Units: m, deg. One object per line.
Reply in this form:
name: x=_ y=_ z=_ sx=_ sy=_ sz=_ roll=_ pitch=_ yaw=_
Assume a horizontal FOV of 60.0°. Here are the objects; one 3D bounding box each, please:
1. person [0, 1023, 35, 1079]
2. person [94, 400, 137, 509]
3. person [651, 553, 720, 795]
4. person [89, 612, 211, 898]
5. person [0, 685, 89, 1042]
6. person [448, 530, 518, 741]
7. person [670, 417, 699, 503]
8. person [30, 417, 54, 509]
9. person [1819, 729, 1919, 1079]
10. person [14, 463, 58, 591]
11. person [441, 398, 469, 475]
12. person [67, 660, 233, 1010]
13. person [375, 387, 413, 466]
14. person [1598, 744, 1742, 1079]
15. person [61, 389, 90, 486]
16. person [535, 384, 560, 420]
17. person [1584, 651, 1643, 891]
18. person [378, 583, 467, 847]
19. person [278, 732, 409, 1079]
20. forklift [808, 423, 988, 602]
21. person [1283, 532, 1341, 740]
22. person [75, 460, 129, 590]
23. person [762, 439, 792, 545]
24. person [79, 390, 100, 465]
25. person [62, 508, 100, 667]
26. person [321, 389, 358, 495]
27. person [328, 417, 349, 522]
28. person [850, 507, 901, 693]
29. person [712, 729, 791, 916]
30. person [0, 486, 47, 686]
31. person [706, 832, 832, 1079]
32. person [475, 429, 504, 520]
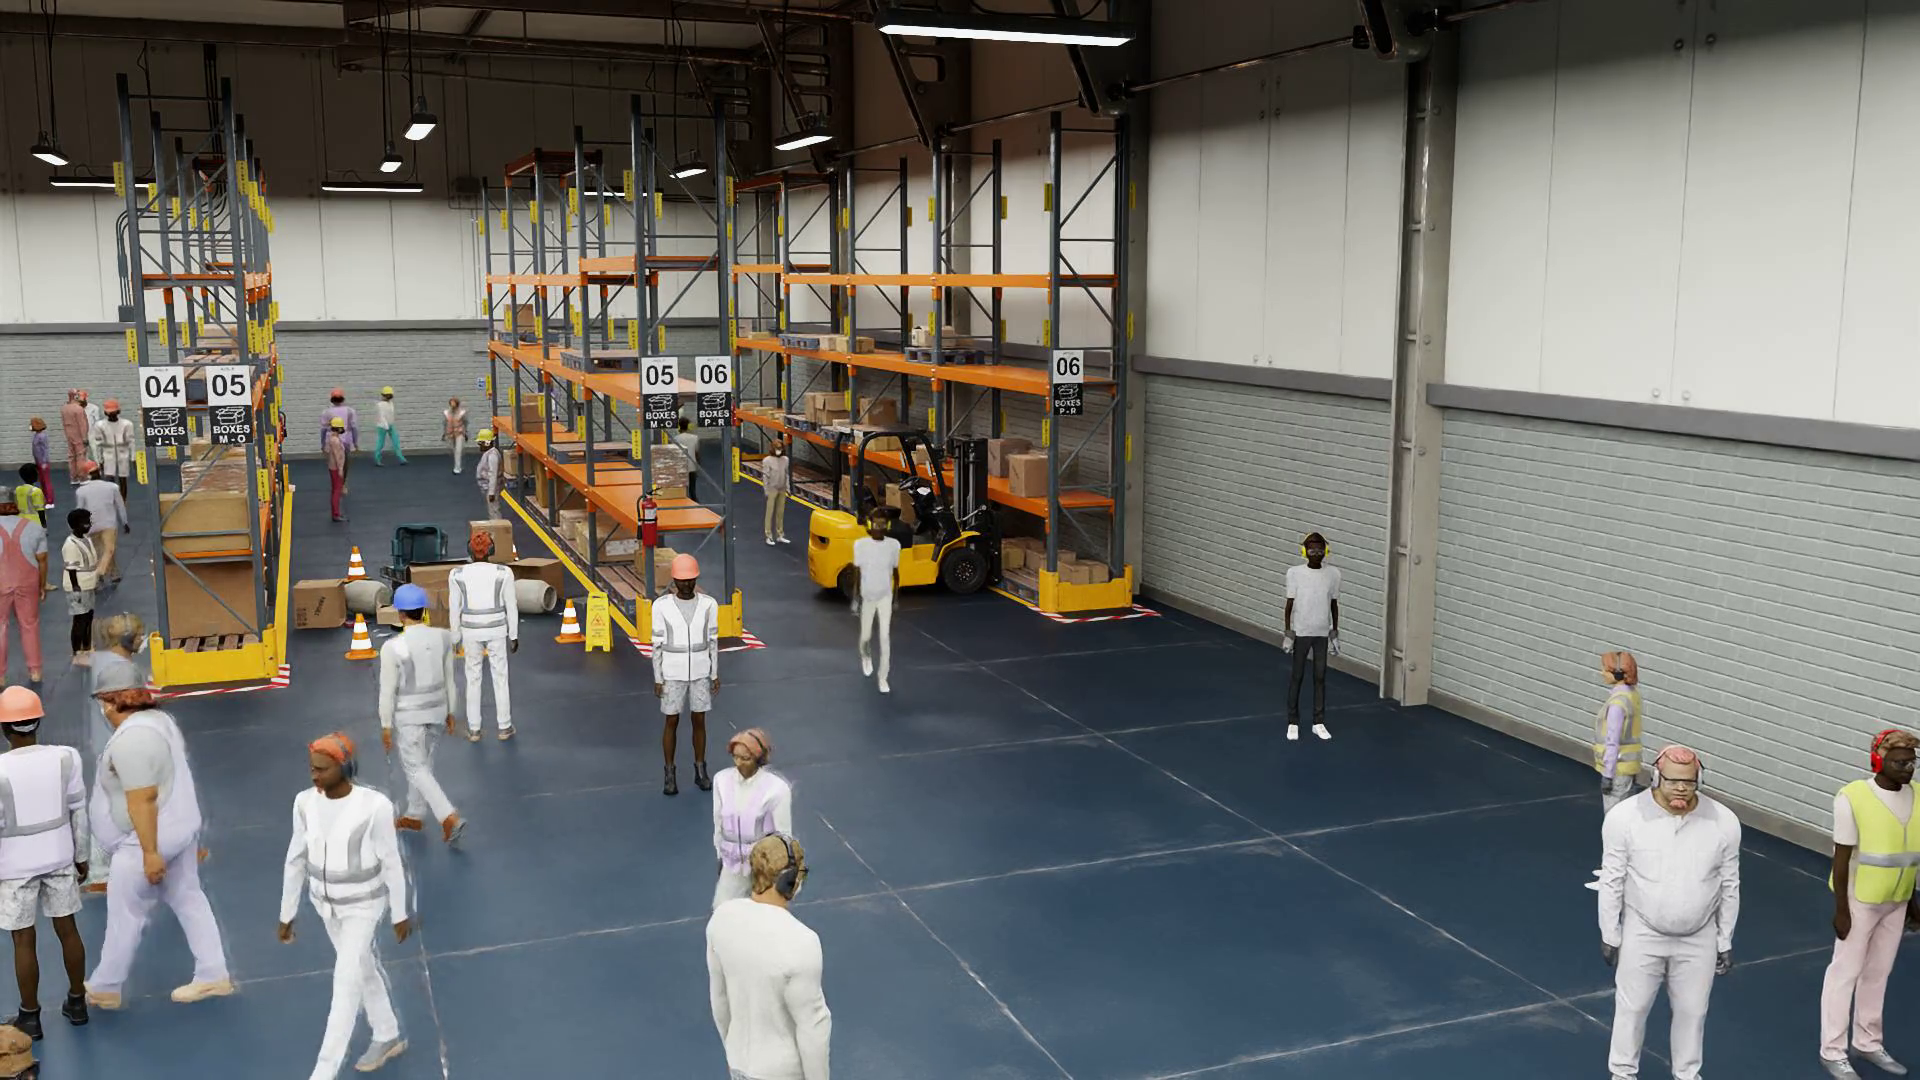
person: x=-3.108 y=2.398 z=5.276 sx=0.835 sy=1.819 sz=0.519 roll=2 pitch=9 yaw=10
person: x=-14.461 y=-1.391 z=28.512 sx=0.612 sy=2.012 sz=0.891 roll=-5 pitch=10 yaw=-27
person: x=-2.180 y=1.062 z=13.282 sx=0.542 sy=1.939 sz=0.361 roll=-3 pitch=10 yaw=-21
person: x=-5.460 y=1.415 z=11.155 sx=0.909 sy=1.900 sz=0.662 roll=-7 pitch=11 yaw=-37
person: x=-5.030 y=1.740 z=9.027 sx=0.361 sy=1.935 sz=0.552 roll=7 pitch=12 yaw=39
person: x=-4.227 y=0.849 z=14.796 sx=0.585 sy=1.882 sz=0.343 roll=-2 pitch=9 yaw=-10
person: x=-4.531 y=-1.116 z=27.371 sx=0.511 sy=1.822 sz=0.954 roll=-4 pitch=10 yaw=-23
person: x=-16.288 y=-1.359 z=29.474 sx=0.280 sy=1.634 sz=0.498 roll=-9 pitch=13 yaw=-44
person: x=4.701 y=1.862 z=8.556 sx=0.577 sy=1.847 sz=0.400 roll=-3 pitch=10 yaw=-19
person: x=-12.120 y=-0.163 z=21.752 sx=0.536 sy=1.697 sz=0.318 roll=5 pitch=10 yaw=28
person: x=-10.514 y=-2.157 z=34.622 sx=0.511 sy=1.590 sz=0.877 roll=0 pitch=9 yaw=3
person: x=-4.635 y=1.632 z=9.375 sx=0.938 sy=2.000 sz=0.732 roll=-1 pitch=9 yaw=-4
person: x=-12.322 y=-2.442 z=35.971 sx=0.878 sy=1.730 sz=0.523 roll=2 pitch=9 yaw=15
person: x=3.433 y=1.914 z=8.072 sx=0.636 sy=1.900 sz=0.399 roll=2 pitch=9 yaw=11
person: x=-17.388 y=-2.024 z=32.801 sx=0.639 sy=1.910 sz=0.406 roll=6 pitch=11 yaw=32
person: x=-9.528 y=-2.867 z=38.330 sx=0.626 sy=1.842 sz=0.429 roll=-9 pitch=13 yaw=-44
person: x=4.421 y=1.549 z=11.186 sx=0.311 sy=1.631 sz=0.511 roll=6 pitch=11 yaw=33
person: x=-3.892 y=1.267 z=12.066 sx=0.872 sy=1.922 sz=0.615 roll=6 pitch=11 yaw=33
person: x=-3.165 y=1.891 z=8.355 sx=0.610 sy=1.835 sz=0.960 roll=4 pitch=10 yaw=22
forklift: x=-0.830 y=-0.399 z=21.676 sx=2.313 sy=2.155 sz=1.214 roll=-4 pitch=10 yaw=-21
person: x=3.138 y=0.853 z=14.817 sx=0.514 sy=1.872 sz=0.328 roll=-1 pitch=9 yaw=-4
person: x=-11.368 y=-0.206 z=21.991 sx=0.570 sy=1.706 sz=0.806 roll=-1 pitch=9 yaw=-3
person: x=-2.819 y=-0.745 z=25.615 sx=0.498 sy=1.633 sz=0.278 roll=-9 pitch=12 yaw=-43
person: x=-18.370 y=-2.282 z=34.955 sx=0.575 sy=1.739 sz=0.349 roll=-2 pitch=9 yaw=-11
person: x=-9.302 y=0.501 z=17.610 sx=0.321 sy=1.686 sz=0.539 roll=-1 pitch=9 yaw=-8
person: x=-11.797 y=-1.868 z=31.545 sx=0.634 sy=1.991 sz=1.011 roll=-6 pitch=11 yaw=-32
person: x=-10.467 y=-1.189 z=28.024 sx=0.339 sy=1.757 sz=0.518 roll=-5 pitch=10 yaw=-27
person: x=-0.853 y=0.568 z=16.687 sx=0.530 sy=1.849 sz=0.701 roll=-2 pitch=9 yaw=-10
person: x=-1.171 y=1.850 z=9.274 sx=0.537 sy=1.621 sz=0.421 roll=4 pitch=10 yaw=24
person: x=-9.628 y=0.445 z=16.845 sx=0.686 sy=2.000 sz=0.535 roll=-8 pitch=12 yaw=-40
person: x=-0.741 y=2.115 z=6.670 sx=0.627 sy=1.935 sz=0.371 roll=8 pitch=12 yaw=42
person: x=-7.122 y=-0.773 z=25.222 sx=0.403 sy=1.820 sz=0.595 roll=-4 pitch=10 yaw=-21
